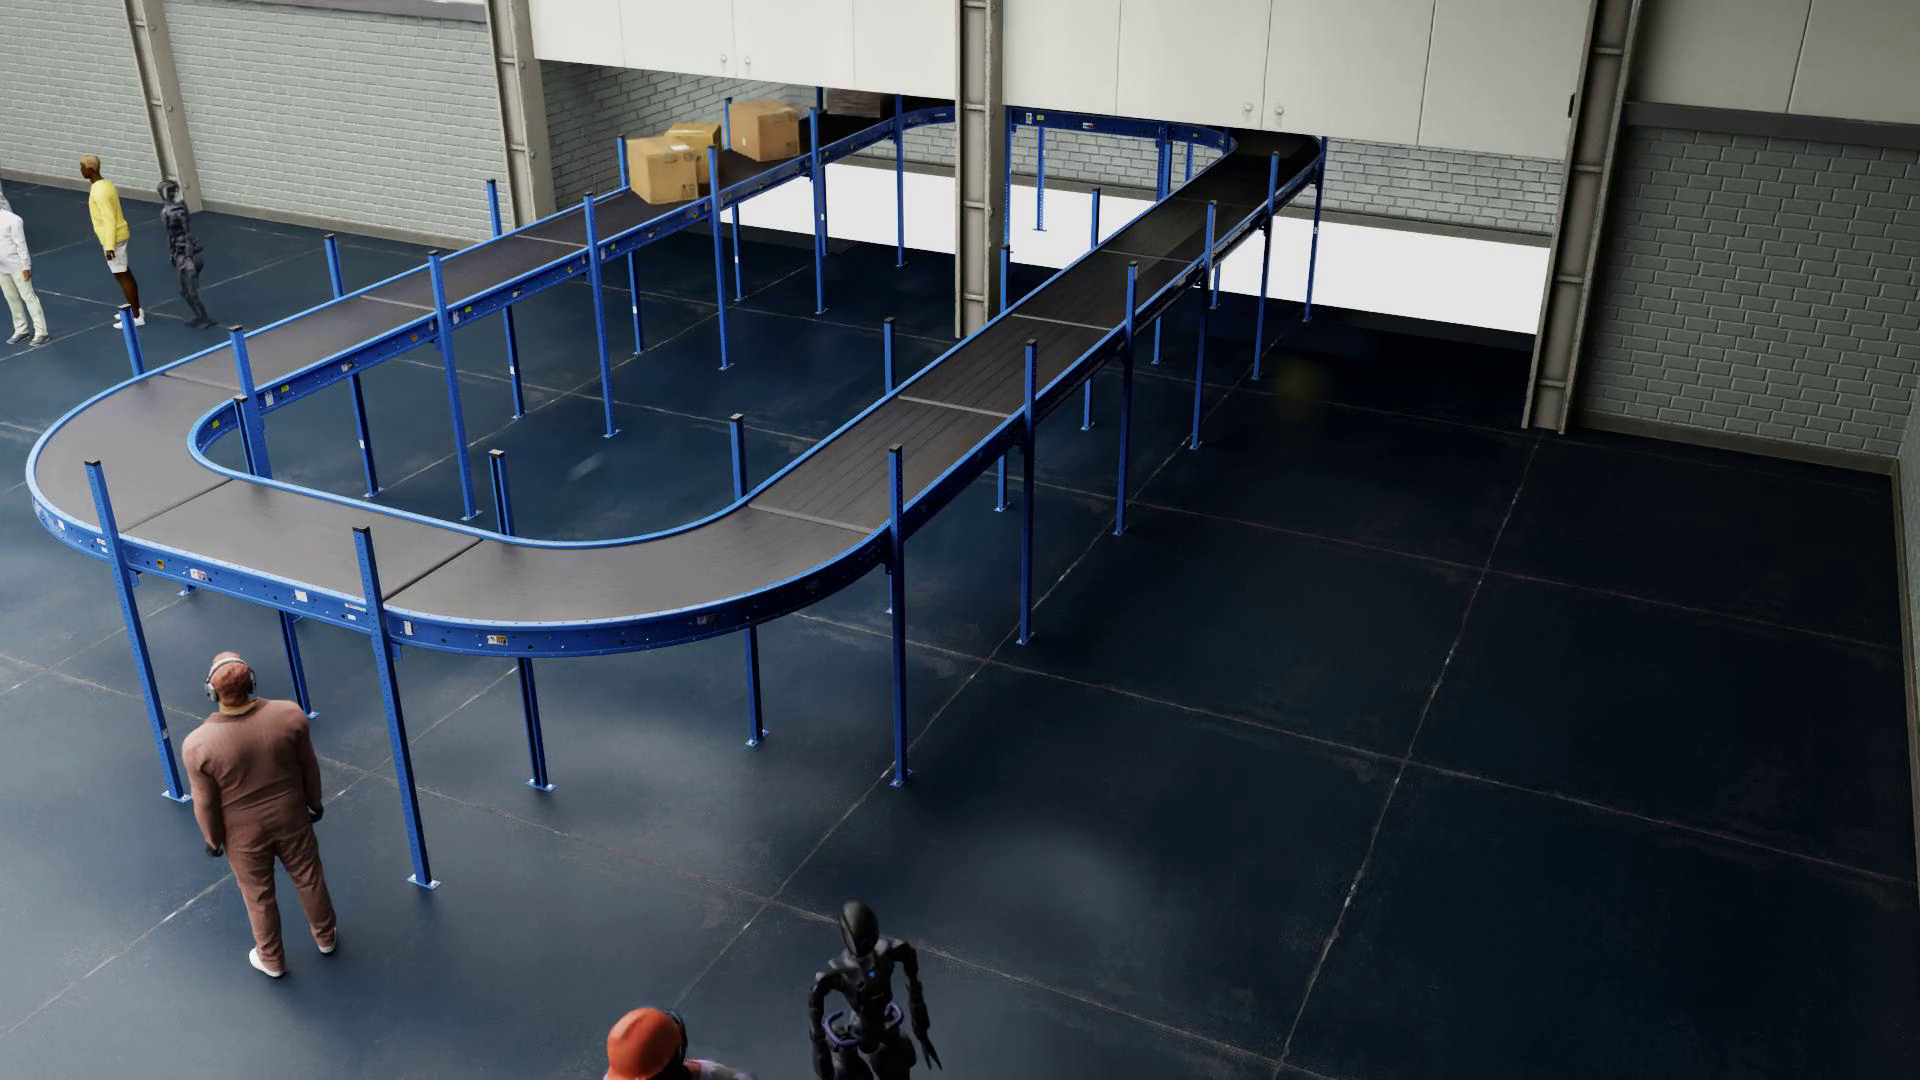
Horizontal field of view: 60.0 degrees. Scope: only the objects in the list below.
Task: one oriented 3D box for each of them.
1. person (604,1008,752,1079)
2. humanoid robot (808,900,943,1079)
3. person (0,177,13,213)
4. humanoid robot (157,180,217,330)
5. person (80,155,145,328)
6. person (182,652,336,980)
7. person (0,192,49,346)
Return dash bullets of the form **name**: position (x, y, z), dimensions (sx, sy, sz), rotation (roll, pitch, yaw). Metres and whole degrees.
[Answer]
- **person**: position (-0.993, 2.547, 6.437), dimensions (0.695, 1.972, 0.927), rotation (6, 27, 12)
- **humanoid robot**: position (-0.397, 2.252, 7.381), dimensions (0.599, 1.640, 0.487), rotation (-16, 30, -28)
- **person**: position (-12.259, -4.573, 20.842), dimensions (0.418, 1.926, 0.634), rotation (1, 26, 2)
- **humanoid robot**: position (-8.487, -3.118, 18.176), dimensions (0.590, 1.653, 0.325), rotation (23, 34, 38)
- **person**: position (-9.302, -3.282, 18.256), dimensions (0.367, 1.898, 0.548), rotation (-9, 28, -18)
- **person**: position (-3.665, 1.441, 8.731), dimensions (0.638, 1.910, 0.410), rotation (-20, 32, -34)
- **person**: position (-10.150, -2.930, 17.721), dimensions (0.566, 1.743, 0.351), rotation (8, 27, 15)
